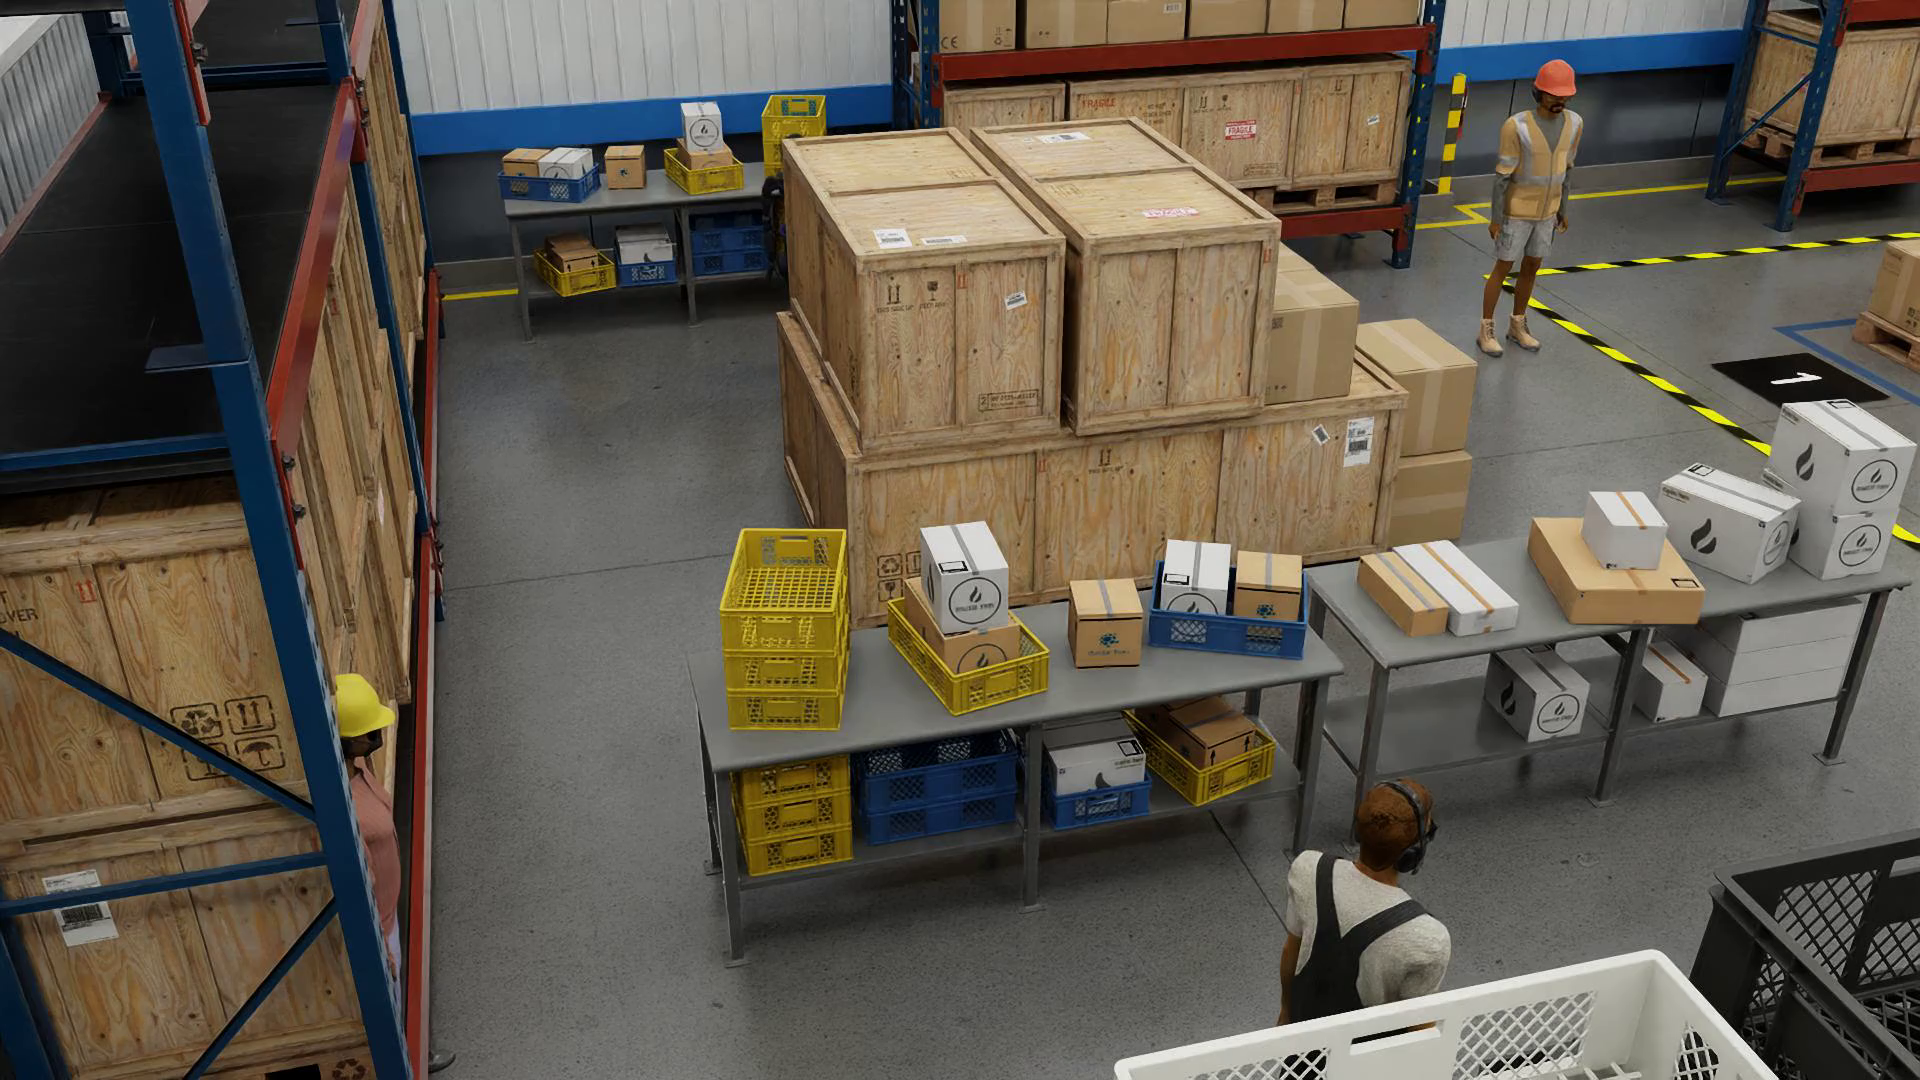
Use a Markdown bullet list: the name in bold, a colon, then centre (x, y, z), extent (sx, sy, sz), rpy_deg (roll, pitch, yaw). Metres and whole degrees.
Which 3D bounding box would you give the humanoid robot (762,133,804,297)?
- **humanoid robot**: centre (-1.016, -1.930, 11.158), extent (0.594, 1.639, 0.395), rpy_deg (0, 29, 0)

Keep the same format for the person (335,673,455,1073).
- **person**: centre (-1.894, 1.197, 5.401), extent (0.337, 1.761, 0.522), rpy_deg (-10, 30, -17)

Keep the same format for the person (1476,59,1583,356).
- **person**: centre (3.917, -2.252, 11.369), extent (0.613, 2.040, 0.389), rpy_deg (-9, 30, -15)

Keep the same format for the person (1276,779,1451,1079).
- **person**: centre (1.131, 1.467, 4.837), extent (0.504, 1.836, 0.331), rpy_deg (25, 38, 38)
